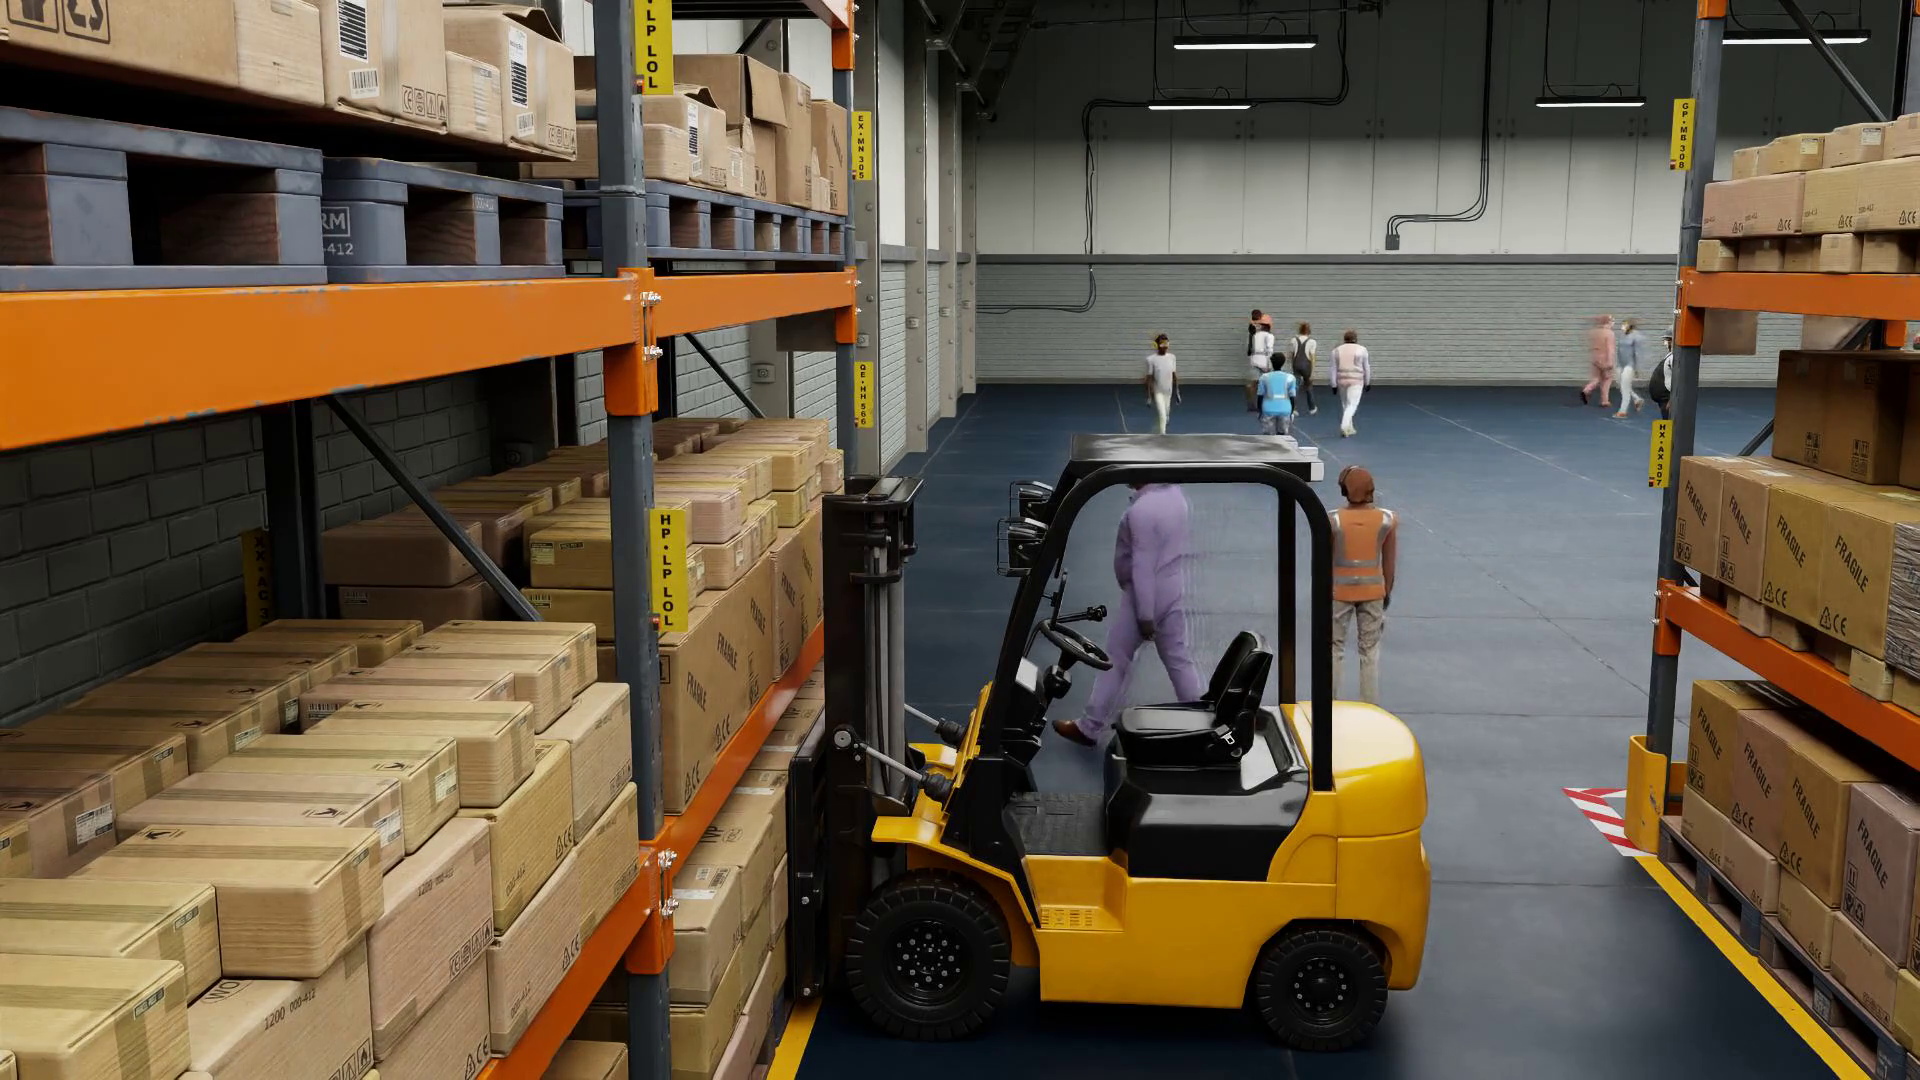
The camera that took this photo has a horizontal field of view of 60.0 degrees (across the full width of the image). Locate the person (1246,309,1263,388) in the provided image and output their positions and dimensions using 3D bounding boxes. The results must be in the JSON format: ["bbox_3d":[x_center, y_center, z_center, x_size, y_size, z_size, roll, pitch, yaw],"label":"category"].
[{"bbox_3d":[6.943,-4.485,39.029,0.429,1.839,0.633,9,13,42],"label":"person"}]

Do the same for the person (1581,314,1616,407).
[{"bbox_3d":[12.969,-3.621,33.645,0.581,1.888,0.661,-2,10,-12],"label":"person"}]

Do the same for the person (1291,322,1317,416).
[{"bbox_3d":[6.561,-3.265,31.801,0.507,1.792,0.998,5,10,26],"label":"person"}]

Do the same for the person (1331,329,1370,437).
[{"bbox_3d":[6.527,-2.629,27.911,0.616,1.813,0.912,7,12,36],"label":"person"}]

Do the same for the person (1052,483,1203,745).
[{"bbox_3d":[1.066,0.332,9.796,0.963,1.857,0.648,6,11,33],"label":"person"}]

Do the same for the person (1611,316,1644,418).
[{"bbox_3d":[12.631,-3.251,31.328,0.671,1.924,0.632,-2,10,-14],"label":"person"}]

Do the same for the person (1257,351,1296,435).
[{"bbox_3d":[4.367,-1.758,22.962,0.543,1.682,0.442,1,9,8],"label":"person"}]

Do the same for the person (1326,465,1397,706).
[{"bbox_3d":[2.439,0.355,10.325,0.519,1.638,0.343,0,9,0],"label":"person"}]

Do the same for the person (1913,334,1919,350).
[{"bbox_3d":[14.243,-2.131,24.701,0.576,1.869,0.582,0,9,2],"label":"person"}]

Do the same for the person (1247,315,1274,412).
[{"bbox_3d":[5.989,-3.451,32.617,0.975,1.882,0.569,-7,12,-38],"label":"person"}]

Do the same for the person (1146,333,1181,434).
[{"bbox_3d":[3.068,-2.241,25.416,0.517,1.846,0.844,-5,11,-27],"label":"person"}]

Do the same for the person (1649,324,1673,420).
[{"bbox_3d":[10.050,-2.037,23.584,0.538,2.000,0.686,4,10,22],"label":"person"}]
